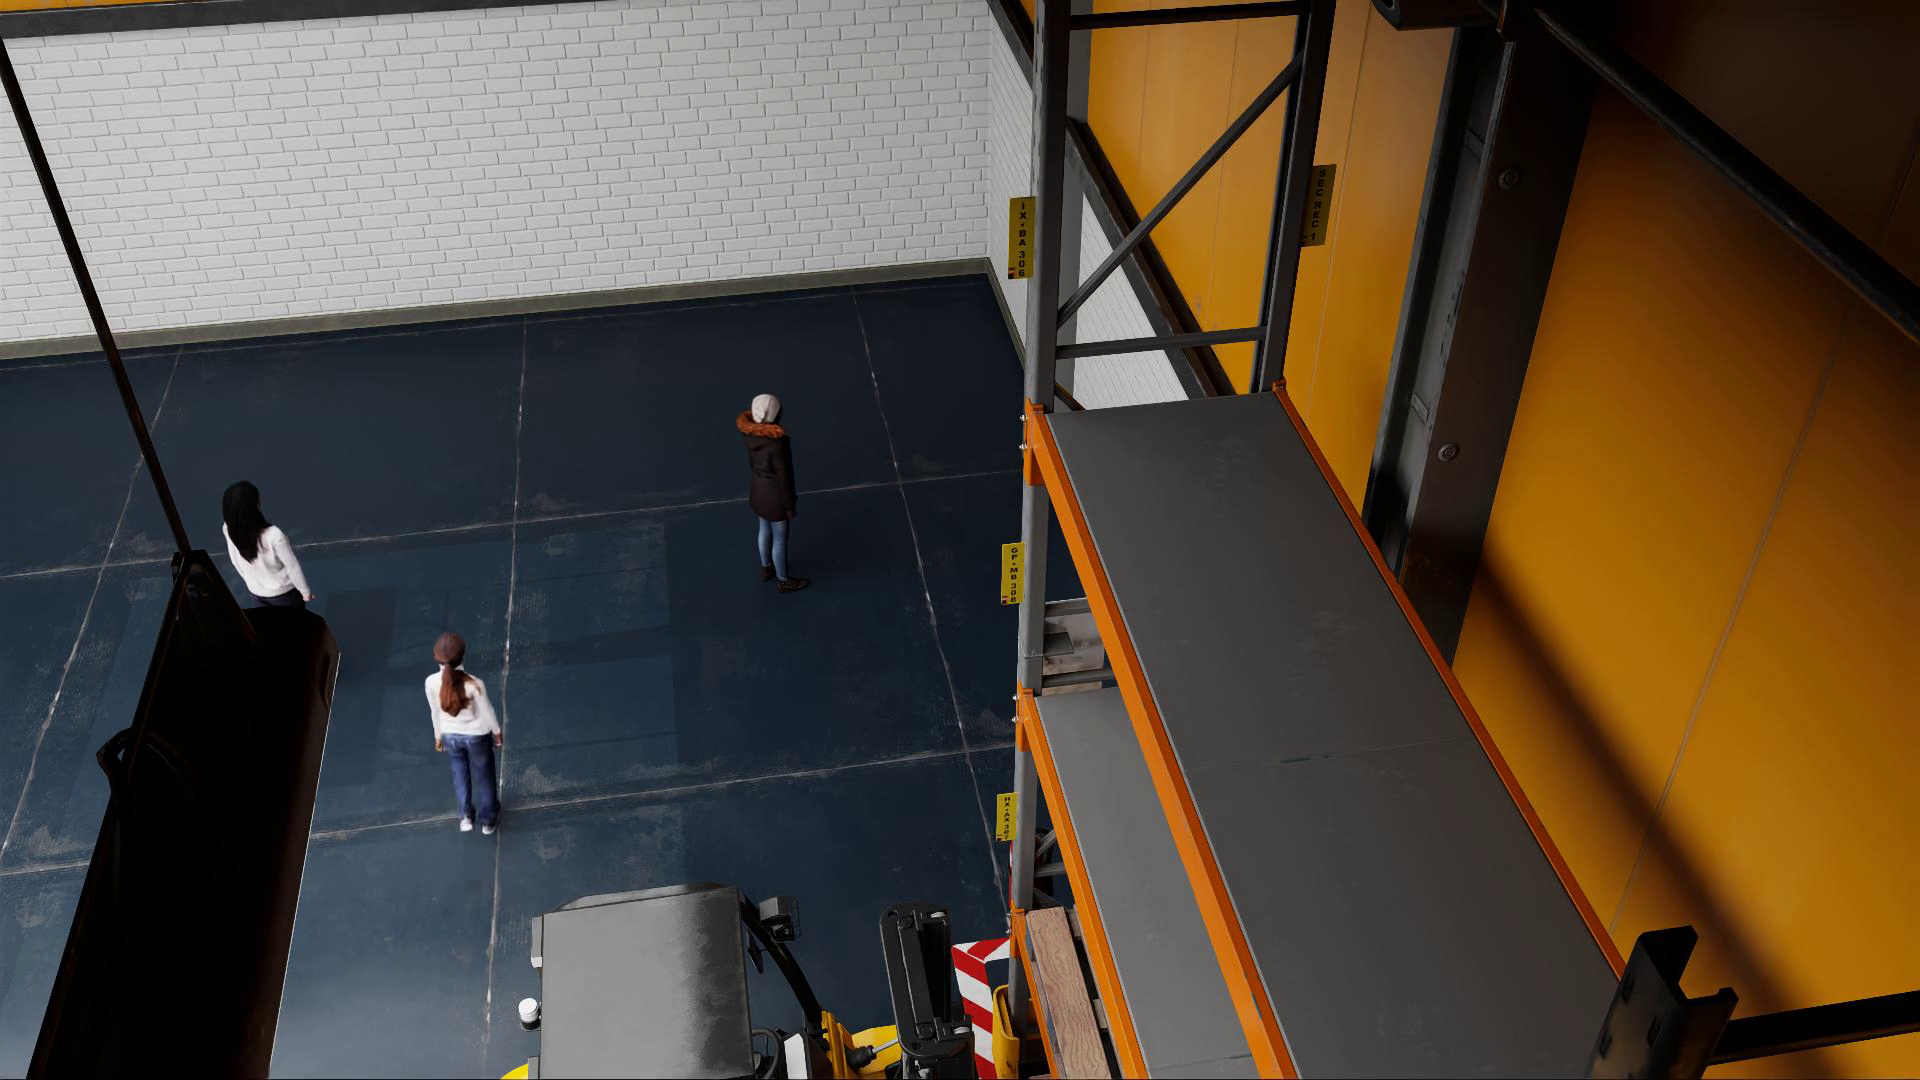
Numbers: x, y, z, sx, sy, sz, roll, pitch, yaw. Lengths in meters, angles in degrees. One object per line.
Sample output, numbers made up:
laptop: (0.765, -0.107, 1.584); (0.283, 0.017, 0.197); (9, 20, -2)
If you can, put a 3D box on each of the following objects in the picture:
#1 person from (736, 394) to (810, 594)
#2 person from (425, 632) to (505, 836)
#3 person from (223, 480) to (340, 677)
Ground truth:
person: (-1.324, -0.341, 11.757); (0.780, 1.633, 0.674); (-25, 45, -28)
person: (-2.955, 1.216, 9.875); (0.611, 1.548, 0.654); (1, 39, 1)
person: (-4.499, 0.312, 10.885); (0.698, 1.700, 0.688); (9, 40, 11)
